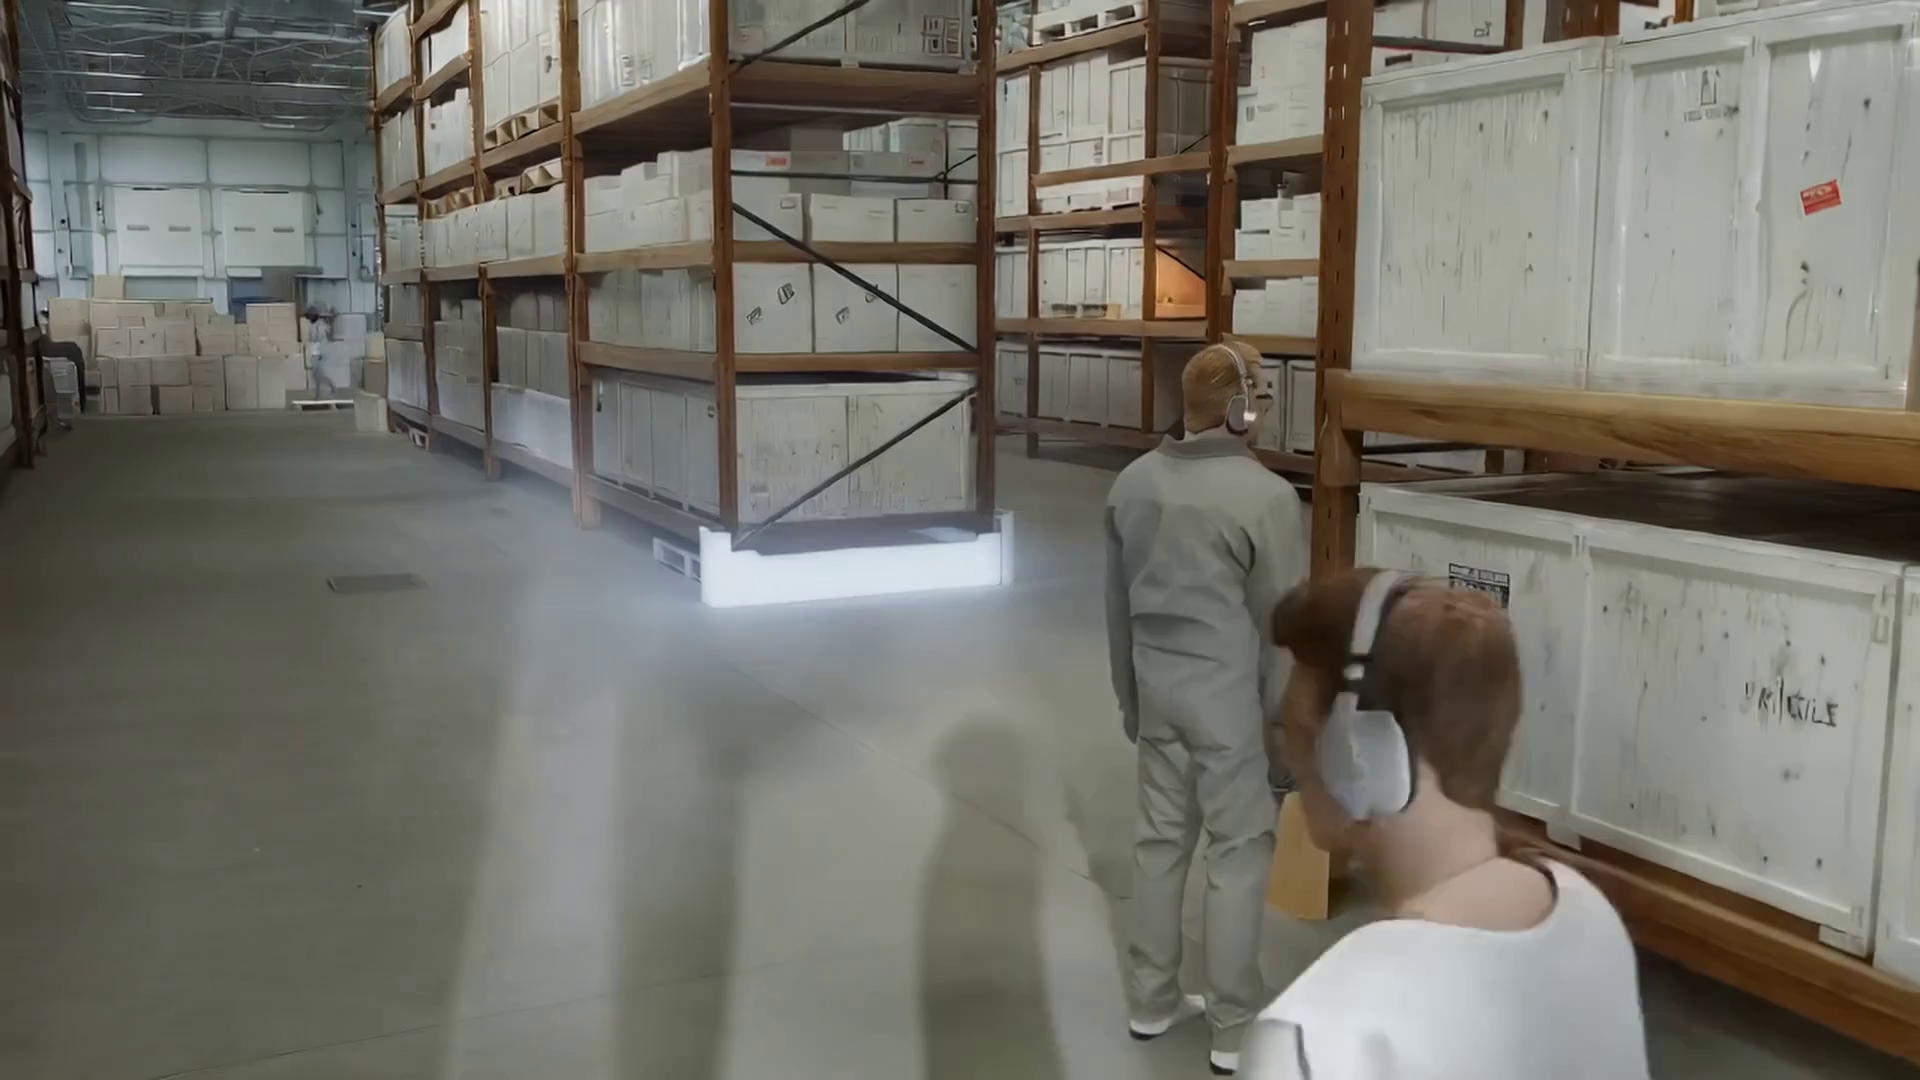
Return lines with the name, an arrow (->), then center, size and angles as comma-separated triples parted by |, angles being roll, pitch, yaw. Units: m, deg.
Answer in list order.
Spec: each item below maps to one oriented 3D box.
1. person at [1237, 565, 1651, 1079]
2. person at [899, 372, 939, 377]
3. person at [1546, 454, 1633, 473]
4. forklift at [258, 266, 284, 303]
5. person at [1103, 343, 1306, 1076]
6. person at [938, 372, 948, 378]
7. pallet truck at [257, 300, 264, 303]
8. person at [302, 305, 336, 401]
person -> 0.485, 0.922, 1.505 | 1.002, 1.791, 0.568 | 6, 10, 34
person -> -0.407, -1.079, 15.611 | 0.530, 1.690, 0.319 | 5, 10, 32
person -> 4.211, -0.600, 11.129 | 0.605, 2.035, 0.384 | 6, 10, 34
forklift -> -17.061, -5.406, 41.365 | 1.873, 2.768, 1.129 | -6, 10, -34
person -> 0.682, 0.439, 4.404 | 0.408, 1.906, 0.654 | -7, 11, -39
person -> -0.454, -2.041, 21.754 | 0.632, 1.840, 0.888 | 0, 8, 1
pallet truck -> -23.913, -7.404, 58.171 | 1.885, 1.965, 0.823 | -1, 8, -9
person -> -12.696, -3.701, 32.954 | 0.549, 1.920, 0.599 | 6, 10, 35
